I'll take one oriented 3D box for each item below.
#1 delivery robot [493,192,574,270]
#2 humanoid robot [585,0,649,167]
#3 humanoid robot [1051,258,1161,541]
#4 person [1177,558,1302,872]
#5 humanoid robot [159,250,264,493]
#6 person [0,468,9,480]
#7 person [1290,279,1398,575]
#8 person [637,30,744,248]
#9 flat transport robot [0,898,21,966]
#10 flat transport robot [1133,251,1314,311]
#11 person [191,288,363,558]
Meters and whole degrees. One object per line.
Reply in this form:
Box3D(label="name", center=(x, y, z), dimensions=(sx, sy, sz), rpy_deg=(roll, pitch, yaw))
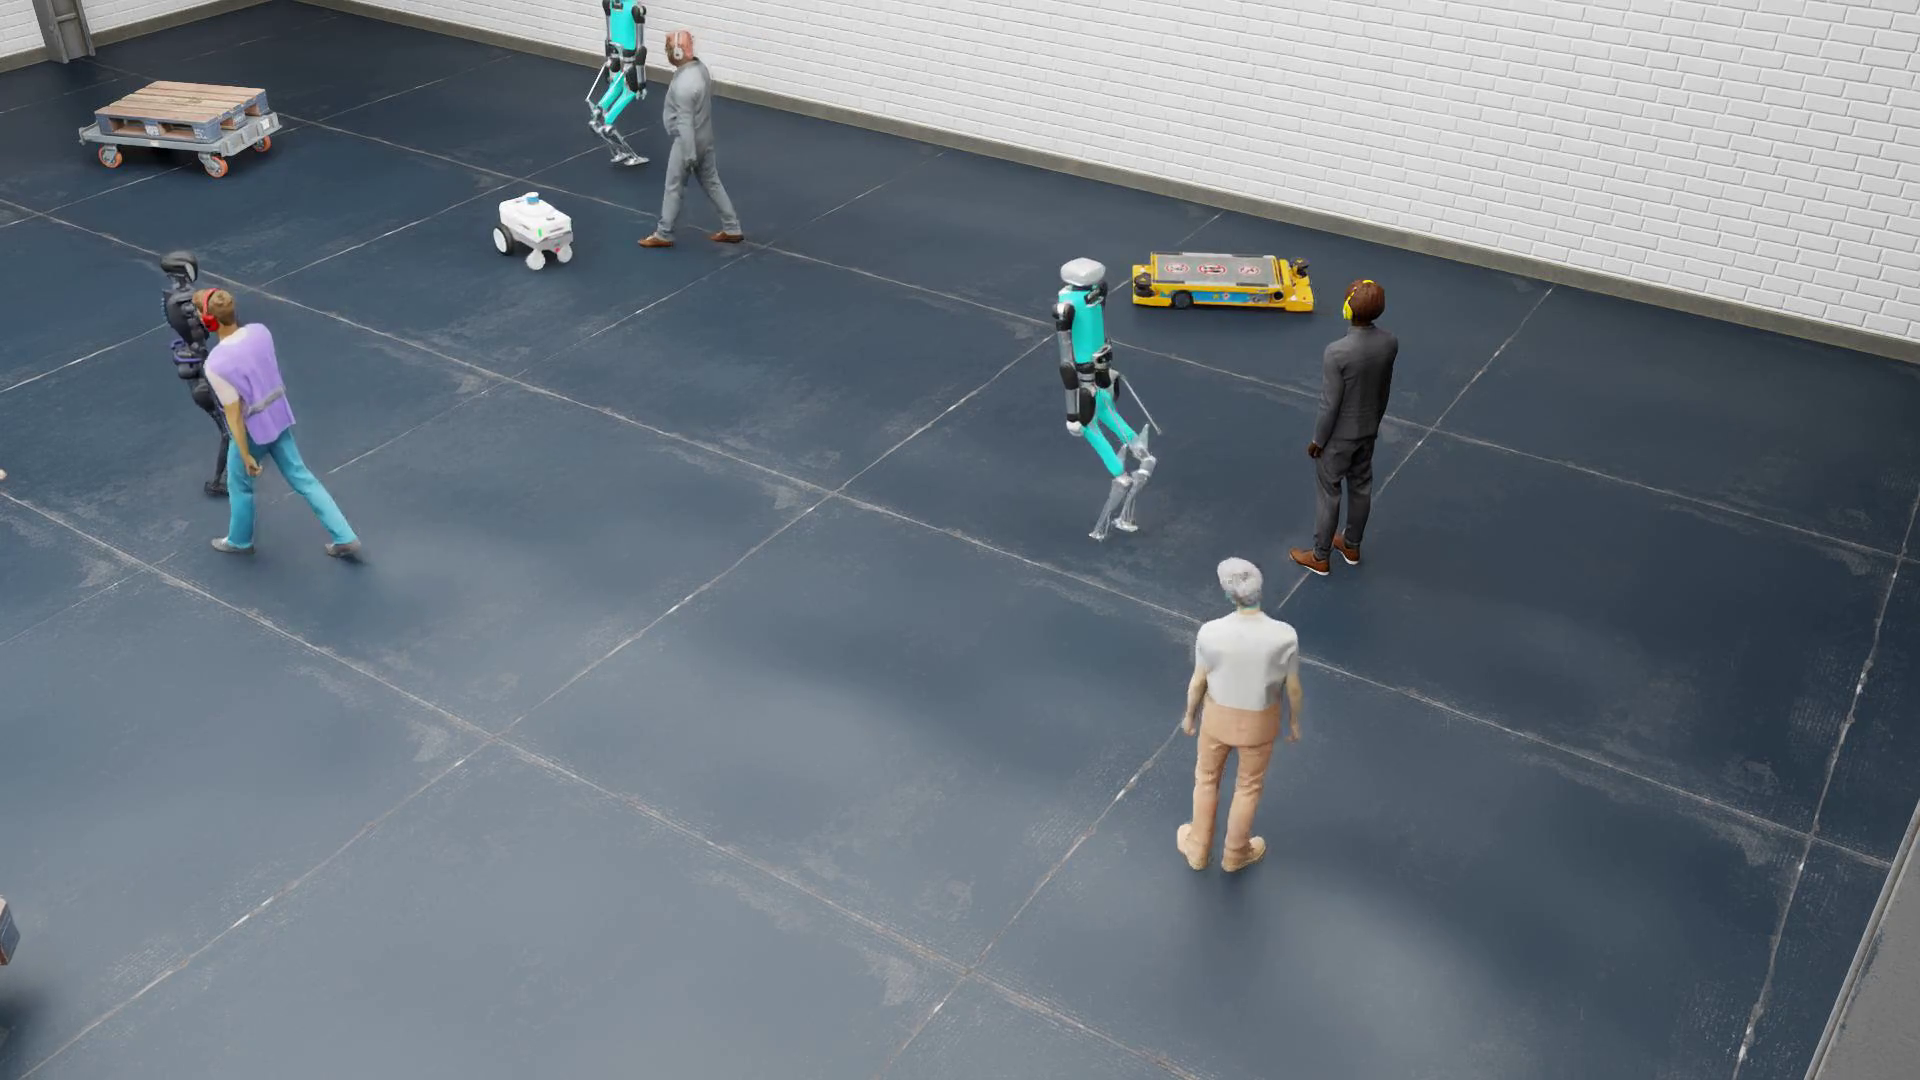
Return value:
Box3D(label="delivery robot", center=(-3.617, -2.658, 14.146), dimensions=(0.499, 0.614, 0.785), rpy_deg=(-26, 41, -34))
Box3D(label="humanoid robot", center=(-3.248, -4.296, 15.460), dimensions=(0.533, 1.677, 0.735), rpy_deg=(25, 40, 33))
Box3D(label="humanoid robot", center=(0.958, -0.794, 10.178), dimensions=(0.832, 1.803, 0.539), rpy_deg=(18, 37, 26))
Box3D(label="person", center=(1.276, 0.838, 7.614), dimensions=(0.556, 1.719, 0.299), rpy_deg=(7, 33, 10))
Box3D(label="humanoid robot", center=(-4.839, -1.089, 10.654), dimensions=(0.442, 1.650, 0.596), rpy_deg=(-17, 37, -25))
Box3D(label="person", center=(-6.545, -1.126, 10.542), dimensions=(0.377, 1.863, 0.465), rpy_deg=(7, 33, 10))
Box3D(label="person", center=(2.277, -0.655, 9.791), dimensions=(0.501, 1.874, 0.348), rpy_deg=(-16, 36, -23))
Box3D(label="person", center=(-2.306, -3.370, 14.030), dimensions=(0.895, 1.859, 0.651), rpy_deg=(5, 33, 8))
Box3D(label="flat transport robot", center=(-4.654, 2.144, 6.920), dimensions=(0.659, 0.231, 1.431), rpy_deg=(-5, 33, -8))
Box3D(label="flat transport robot", center=(2.125, -2.099, 13.522), dimensions=(1.431, 0.231, 0.659), rpy_deg=(3, 33, 4))
Box3D(label="person", center=(-4.144, -0.658, 9.879), dimensions=(0.986, 1.793, 0.572), rpy_deg=(8, 34, 13))
